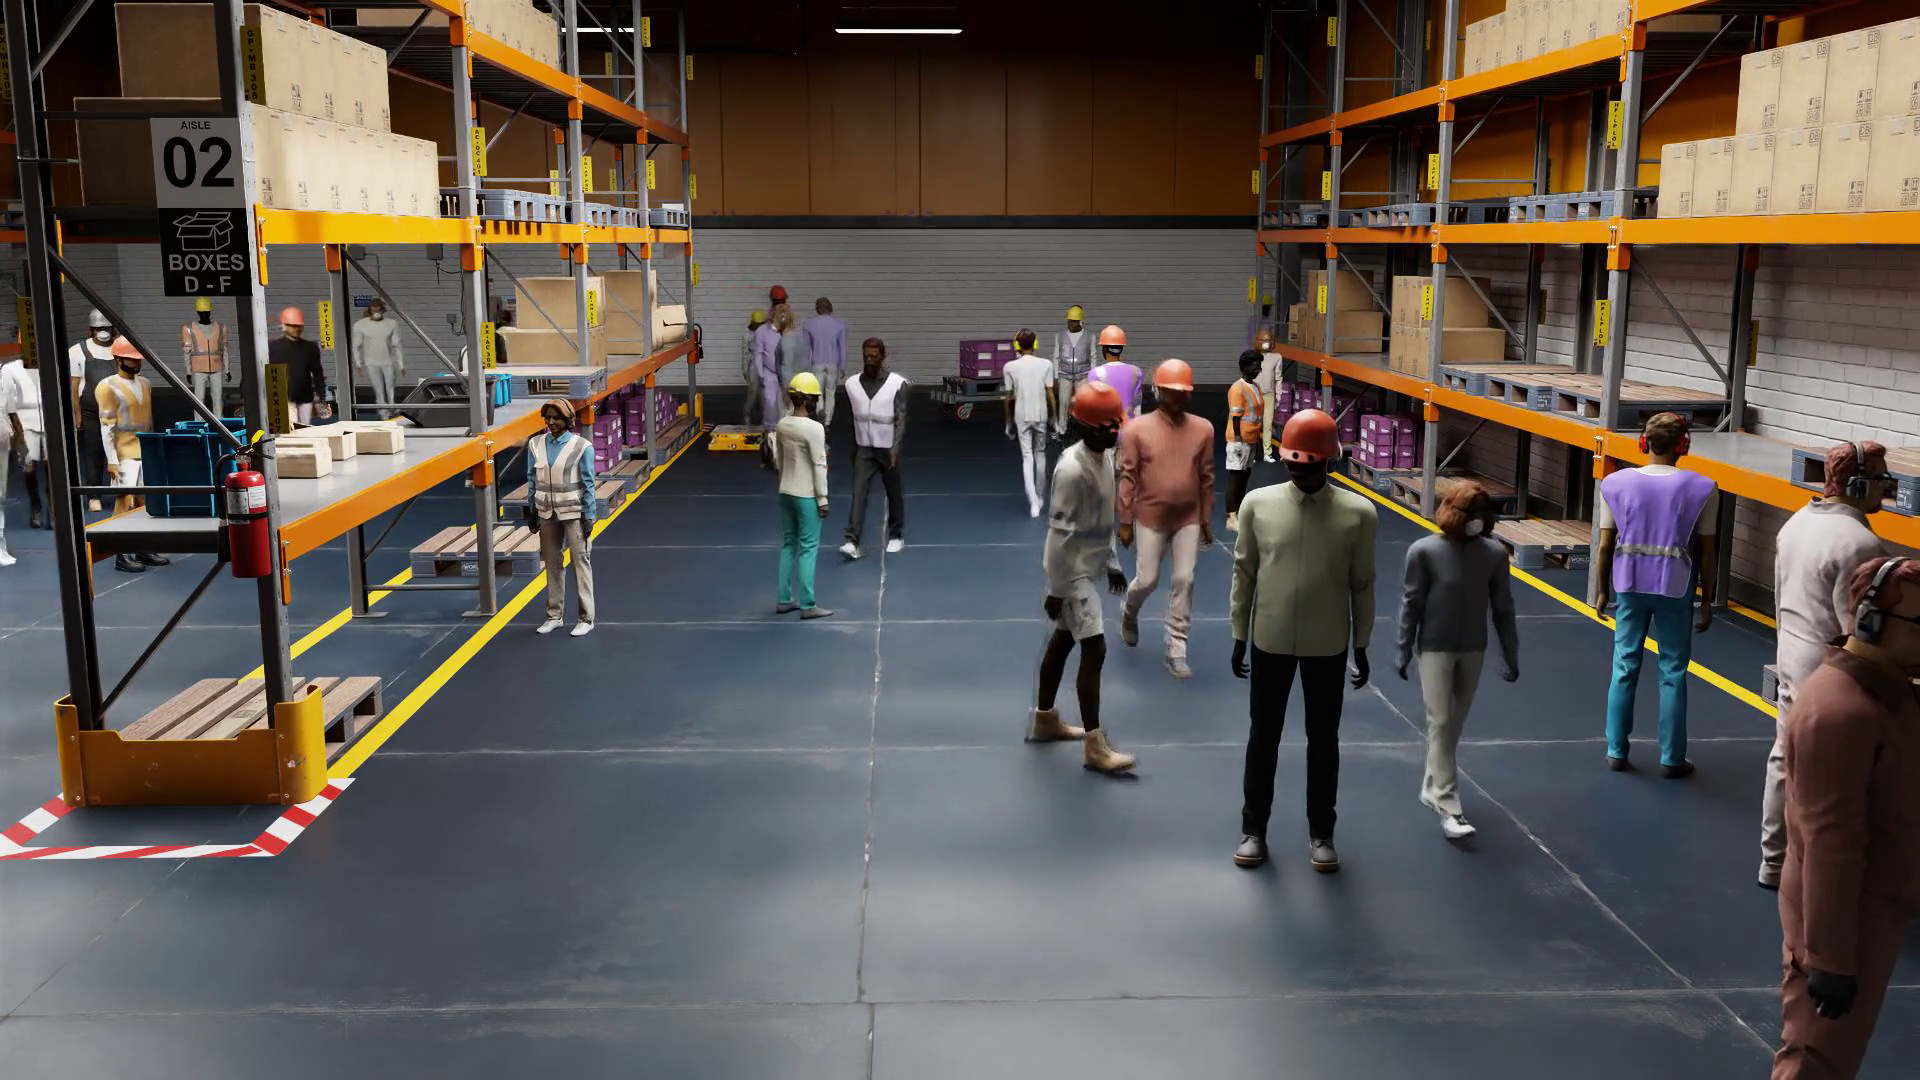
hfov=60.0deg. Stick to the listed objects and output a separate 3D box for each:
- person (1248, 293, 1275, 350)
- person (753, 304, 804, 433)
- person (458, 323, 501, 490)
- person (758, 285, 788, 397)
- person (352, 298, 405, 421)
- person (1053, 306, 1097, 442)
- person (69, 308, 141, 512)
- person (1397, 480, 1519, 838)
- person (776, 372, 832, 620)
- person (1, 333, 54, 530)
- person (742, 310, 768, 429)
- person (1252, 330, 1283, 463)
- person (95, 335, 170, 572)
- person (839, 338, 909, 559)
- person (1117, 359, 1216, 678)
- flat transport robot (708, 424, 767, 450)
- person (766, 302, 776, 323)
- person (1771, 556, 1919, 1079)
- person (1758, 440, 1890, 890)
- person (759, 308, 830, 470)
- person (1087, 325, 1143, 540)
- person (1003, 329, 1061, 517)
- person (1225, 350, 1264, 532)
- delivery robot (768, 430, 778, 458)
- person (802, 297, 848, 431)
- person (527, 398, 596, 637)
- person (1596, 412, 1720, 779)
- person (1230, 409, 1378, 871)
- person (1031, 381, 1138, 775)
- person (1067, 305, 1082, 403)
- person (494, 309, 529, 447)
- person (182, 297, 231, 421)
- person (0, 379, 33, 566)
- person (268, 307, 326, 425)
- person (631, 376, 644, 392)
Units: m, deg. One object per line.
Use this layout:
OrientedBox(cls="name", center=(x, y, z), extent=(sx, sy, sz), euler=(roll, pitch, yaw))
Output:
OrientedBox(cls="person", center=(4.471, -2.711, 24.838), extent=(0.460, 1.941, 0.620), euler=(-3, 11, -14))
OrientedBox(cls="person", center=(-2.352, -2.139, 21.735), extent=(0.676, 1.872, 0.668), euler=(-5, 11, -26))
OrientedBox(cls="person", center=(-5.283, -1.463, 18.082), extent=(0.363, 1.853, 0.521), euler=(-6, 12, -30))
OrientedBox(cls="person", center=(-2.848, -3.066, 26.554), extent=(0.658, 1.993, 0.646), euler=(0, 10, 1))
OrientedBox(cls="person", center=(-8.114, -2.429, 23.249), extent=(0.705, 1.914, 0.609), euler=(-7, 12, -35))
OrientedBox(cls="person", center=(1.531, -2.211, 22.263), extent=(0.587, 1.826, 0.404), euler=(1, 10, 8))
OrientedBox(cls="person", center=(-8.501, -1.309, 16.640), extent=(0.684, 2.000, 0.536), euler=(-8, 13, -37))
OrientedBox(cls="person", center=(2.293, 0.534, 7.559), extent=(0.525, 1.599, 0.694), euler=(-2, 10, -13))
OrientedBox(cls="person", center=(-1.119, -0.317, 11.915), extent=(0.347, 1.760, 0.520), euler=(-8, 13, -39))
OrientedBox(cls="person", center=(-8.535, -1.037, 15.437), extent=(0.566, 1.926, 0.400), euler=(-7, 12, -34))
OrientedBox(cls="person", center=(-2.875, -2.441, 23.857), extent=(0.507, 1.725, 0.375), euler=(-7, 12, -35))
OrientedBox(cls="person", center=(3.672, -1.742, 20.211), extent=(0.496, 1.625, 0.280), euler=(-1, 10, -6))
OrientedBox(cls="person", center=(-6.747, -0.711, 13.601), extent=(0.377, 1.932, 0.552), euler=(2, 10, 13))
OrientedBox(cls="person", center=(-0.723, -0.768, 14.094), extent=(0.594, 1.871, 1.029), euler=(3, 11, 17))
OrientedBox(cls="person", center=(1.275, -0.162, 10.452), extent=(0.626, 1.970, 0.742), euler=(-2, 10, -11))
OrientedBox(cls="flat transport robot", center=(-2.908, -1.357, 21.838), extent=(0.652, 0.197, 1.431), euler=(0, 10, -3))
OrientedBox(cls="person", center=(-2.936, -3.009, 26.817), extent=(0.472, 1.792, 0.616), euler=(6, 12, 29))
OrientedBox(cls="person", center=(2.319, 0.978, 4.281), extent=(0.402, 1.904, 0.652), euler=(7, 12, 35))
OrientedBox(cls="person", center=(3.501, 0.549, 6.662), extent=(0.399, 1.908, 0.643), euler=(1, 10, 3))
OrientedBox(cls="person", center=(-1.966, -1.757, 19.486), extent=(0.783, 1.917, 0.654), euler=(0, 10, -2))
OrientedBox(cls="person", center=(1.361, -0.944, 14.889), extent=(0.542, 1.939, 0.364), euler=(-4, 11, -22))
OrientedBox(cls="person", center=(0.700, -1.165, 16.448), extent=(0.570, 1.818, 0.868), euler=(-1, 10, -4))
OrientedBox(cls="person", center=(2.647, -0.924, 15.464), extent=(0.322, 1.692, 0.533), euler=(6, 12, 31))
OrientedBox(cls="delivery robot", center=(-2.059, -1.135, 19.549), extent=(0.477, 0.478, 0.707), euler=(-2, 10, -12))
OrientedBox(cls="person", center=(-1.893, -2.462, 23.433), extent=(0.644, 1.910, 0.597), euler=(-1, 10, -6))
OrientedBox(cls="person", center=(-2.709, -0.155, 11.356), extent=(0.512, 1.633, 0.313), euler=(4, 11, 20))
OrientedBox(cls="person", center=(3.475, 0.282, 8.339), extent=(0.563, 1.838, 0.389), euler=(6, 12, 32))
OrientedBox(cls="person", center=(1.453, 0.430, 7.102), extent=(0.608, 1.987, 0.391), euler=(2, 10, 12))
OrientedBox(cls="person", center=(0.650, 0.177, 8.546), extent=(0.736, 1.989, 0.700), euler=(3, 11, 16))
OrientedBox(cls="person", center=(1.899, -3.114, 27.848), extent=(0.288, 1.627, 0.501), euler=(2, 10, 10))
OrientedBox(cls="person", center=(-5.895, -2.109, 21.785), extent=(0.574, 1.797, 0.655), euler=(4, 11, 20))
OrientedBox(cls="person", center=(-10.245, -2.335, 22.672), extent=(0.589, 1.927, 0.388), euler=(-7, 13, -36))
OrientedBox(cls="person", center=(-7.967, -0.702, 13.788), extent=(0.620, 1.849, 0.551), euler=(5, 11, 26))
OrientedBox(cls="person", center=(-7.151, -1.511, 17.924), extent=(0.648, 1.979, 0.440), euler=(-10, 14, -43))
OrientedBox(cls="person", center=(-4.781, -2.672, 24.799), extent=(0.656, 1.832, 0.734), euler=(-8, 13, -38))
